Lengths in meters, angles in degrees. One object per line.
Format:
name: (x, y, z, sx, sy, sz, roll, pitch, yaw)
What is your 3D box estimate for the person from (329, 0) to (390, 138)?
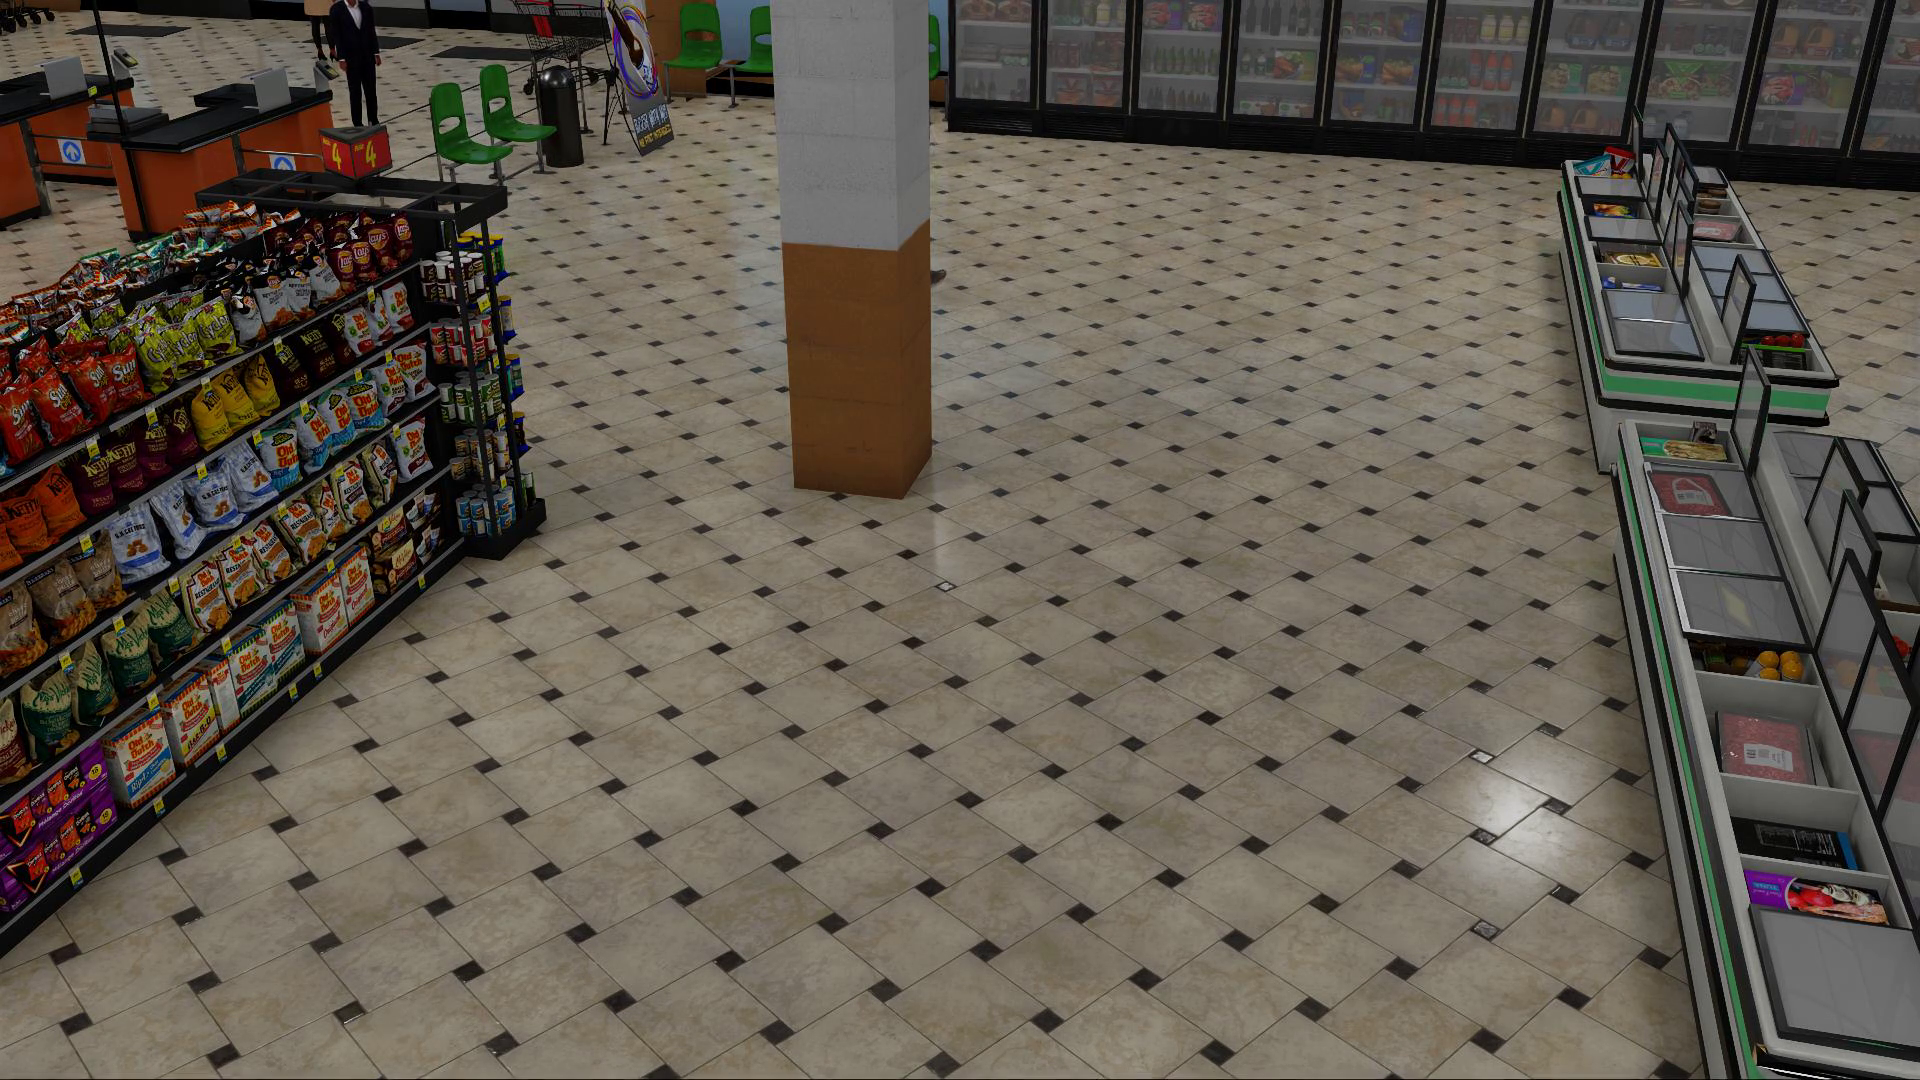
person: (-6.496, -5.203, 17.947, 0.660, 1.727, 0.770, -22, 35, -37)

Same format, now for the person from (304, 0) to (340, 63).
person: (-8.428, -7.146, 21.828, 0.628, 1.681, 0.503, 7, 28, 13)
